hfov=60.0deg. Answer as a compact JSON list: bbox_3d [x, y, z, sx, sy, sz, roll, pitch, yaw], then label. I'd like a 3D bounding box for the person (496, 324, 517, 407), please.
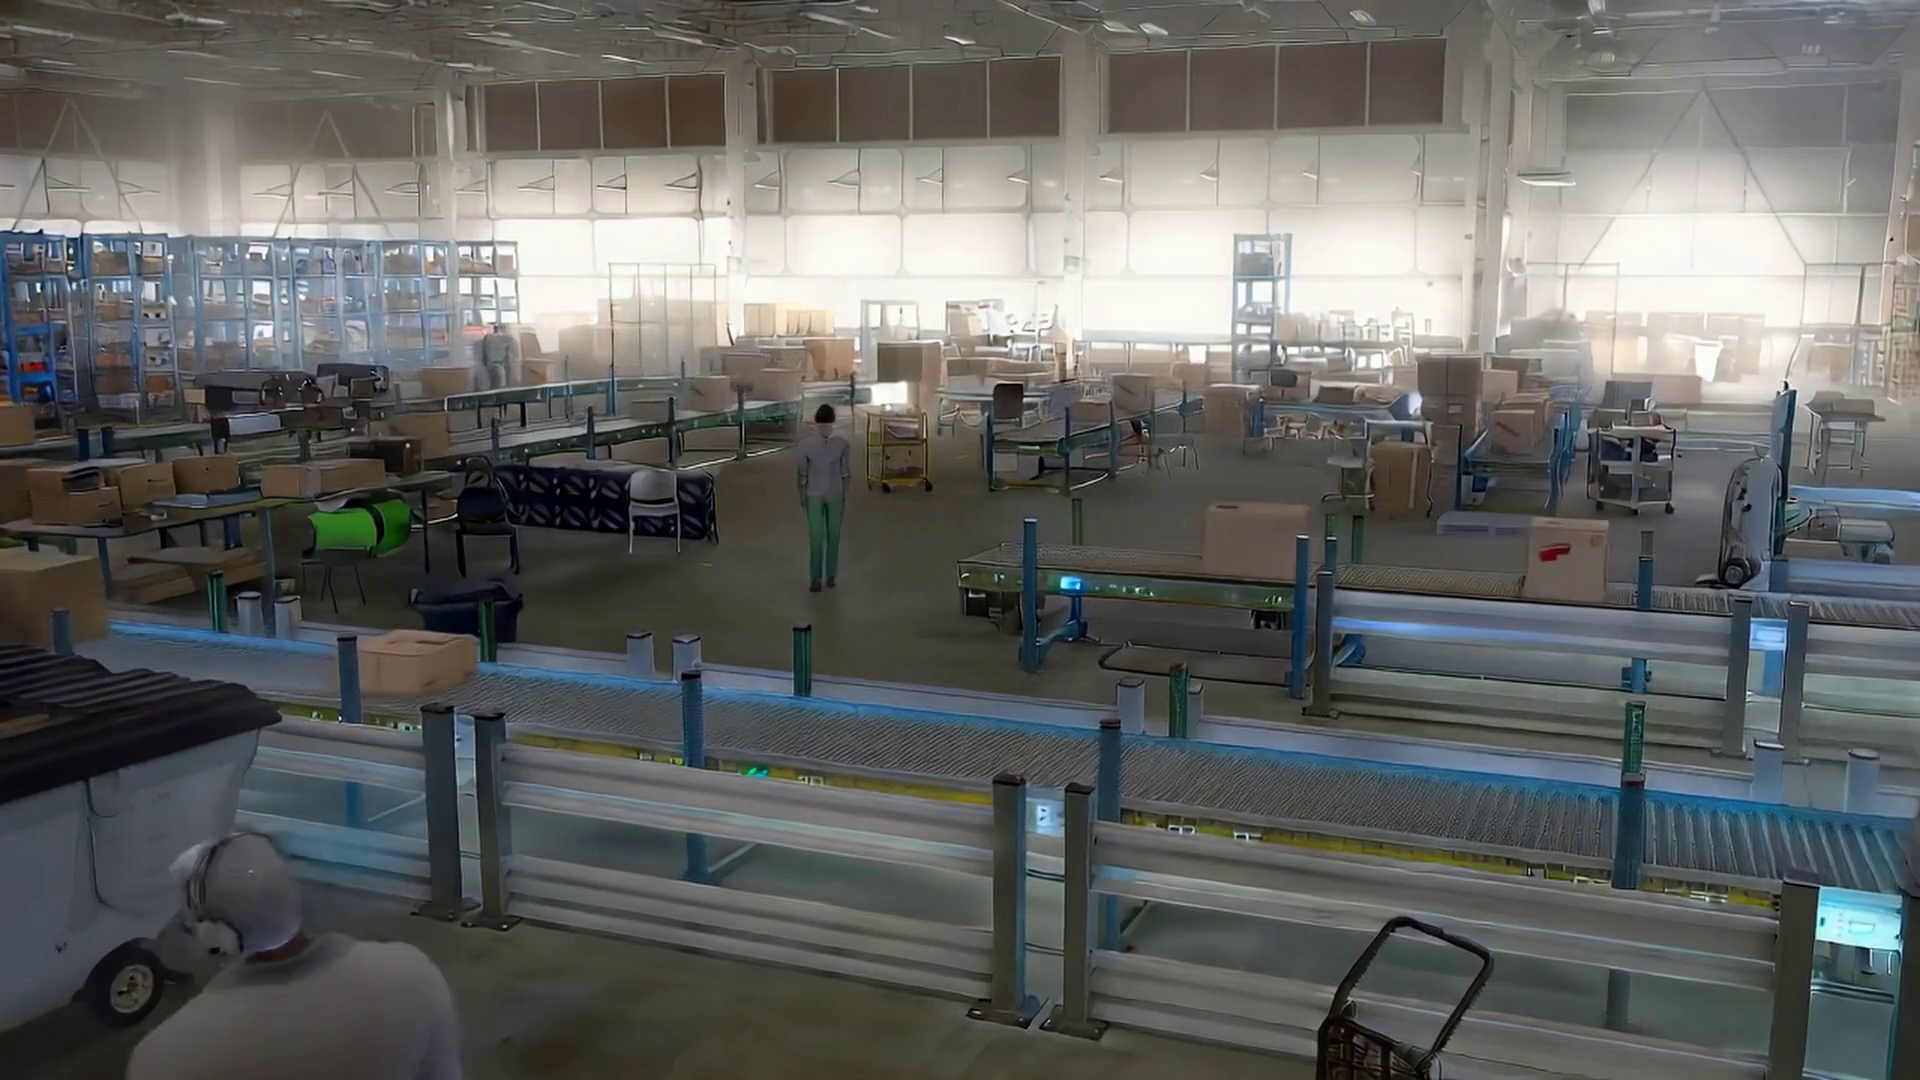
[{"bbox_3d":[-9.815,-3.791,36.040,0.603,1.774,0.952,7,12,35],"label":"person"}]

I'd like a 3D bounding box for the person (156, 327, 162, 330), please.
[{"bbox_3d":[-17.895,-4.007,37.206,0.573,1.831,0.398,-7,12,-35],"label":"person"}]

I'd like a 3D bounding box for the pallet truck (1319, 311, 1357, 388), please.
[{"bbox_3d":[9.071,-4.419,39.190,0.823,1.965,1.885,5,10,26],"label":"pallet truck"}]

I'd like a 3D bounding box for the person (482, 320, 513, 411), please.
[{"bbox_3d":[-9.691,-3.651,34.813,0.651,1.906,0.403,1,9,6],"label":"person"}]

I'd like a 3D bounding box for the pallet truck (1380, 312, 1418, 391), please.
[{"bbox_3d":[10.207,-4.283,38.369,0.823,1.965,1.885,3,10,20],"label":"pallet truck"}]

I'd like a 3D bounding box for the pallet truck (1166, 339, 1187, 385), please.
[{"bbox_3d":[5.418,-4.269,40.420,0.704,1.261,1.522,3,10,20],"label":"pallet truck"}]

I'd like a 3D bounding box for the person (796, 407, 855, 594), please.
[{"bbox_3d":[-1.250,-0.368,15.446,0.547,1.717,0.877,0,9,-3],"label":"person"}]

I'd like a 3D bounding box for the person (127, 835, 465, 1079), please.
[{"bbox_3d":[-1.352,1.525,3.557,0.731,1.878,0.394,-6,11,-33],"label":"person"}]

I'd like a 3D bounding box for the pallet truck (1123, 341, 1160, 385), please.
[{"bbox_3d":[4.445,-4.380,41.279,0.680,1.201,1.601,4,10,22],"label":"pallet truck"}]

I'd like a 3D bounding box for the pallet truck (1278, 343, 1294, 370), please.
[{"bbox_3d":[7.886,-4.163,39.743,0.653,1.274,1.630,4,10,22],"label":"pallet truck"}]

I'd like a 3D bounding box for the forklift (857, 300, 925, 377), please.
[{"bbox_3d":[-1.732,-5.109,42.468,1.157,1.987,2.680,4,10,22],"label":"forklift"}]

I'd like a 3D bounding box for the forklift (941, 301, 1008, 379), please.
[{"bbox_3d":[0.365,-4.966,41.571,1.157,1.987,2.680,3,10,20],"label":"forklift"}]
